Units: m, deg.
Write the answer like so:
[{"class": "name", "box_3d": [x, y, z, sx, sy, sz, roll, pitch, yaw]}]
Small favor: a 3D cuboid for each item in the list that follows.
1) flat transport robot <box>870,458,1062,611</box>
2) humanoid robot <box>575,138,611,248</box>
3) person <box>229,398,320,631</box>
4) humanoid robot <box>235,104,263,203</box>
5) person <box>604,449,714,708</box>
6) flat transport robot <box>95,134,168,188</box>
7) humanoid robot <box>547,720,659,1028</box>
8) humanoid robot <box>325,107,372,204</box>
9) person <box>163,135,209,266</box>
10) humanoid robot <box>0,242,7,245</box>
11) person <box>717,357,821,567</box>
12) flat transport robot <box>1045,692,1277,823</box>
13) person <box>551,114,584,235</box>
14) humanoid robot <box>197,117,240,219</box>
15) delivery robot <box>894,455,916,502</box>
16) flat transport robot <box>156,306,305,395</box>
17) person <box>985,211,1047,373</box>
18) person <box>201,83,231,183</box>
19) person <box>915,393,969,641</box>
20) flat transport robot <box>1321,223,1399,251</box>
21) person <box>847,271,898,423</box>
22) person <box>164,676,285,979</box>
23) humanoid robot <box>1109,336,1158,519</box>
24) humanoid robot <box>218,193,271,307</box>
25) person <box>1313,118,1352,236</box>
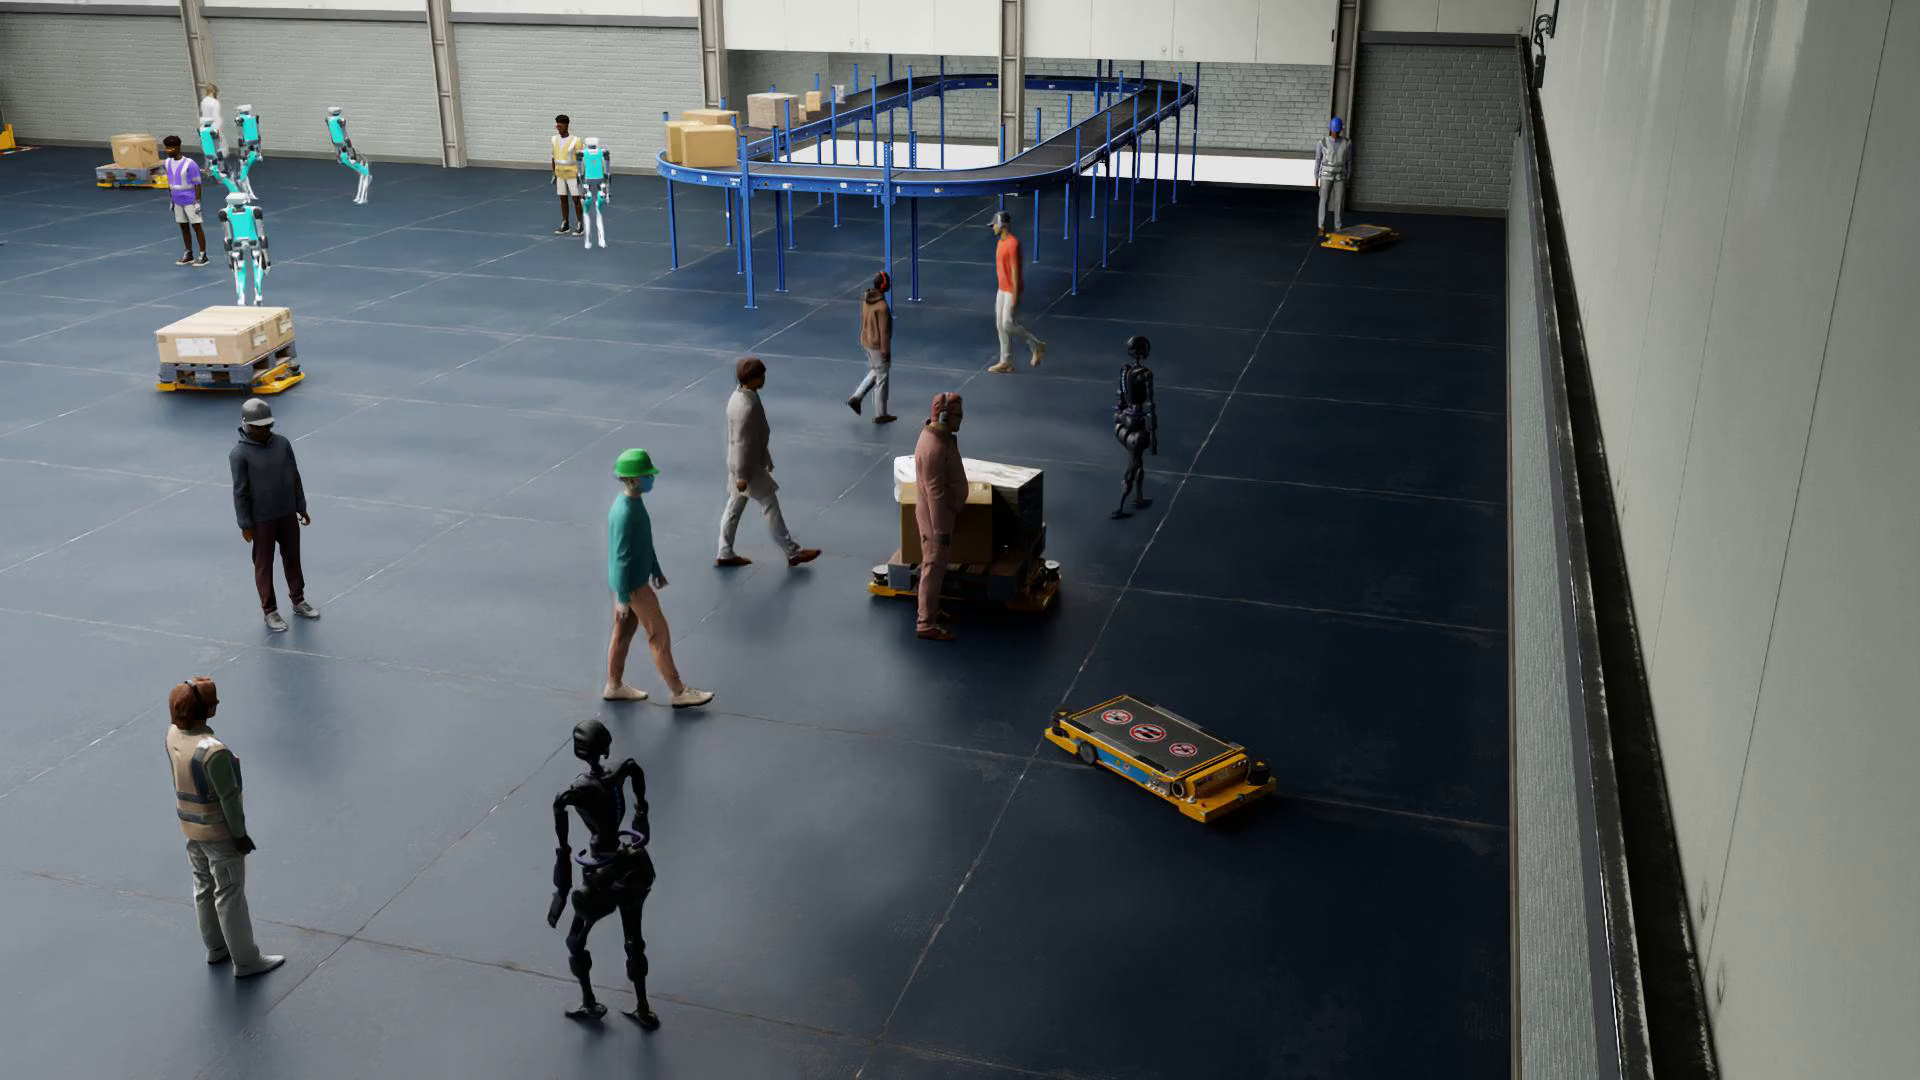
[{"class": "flat transport robot", "box_3d": [0.054, 0.305, 13.386, 1.431, 0.231, 0.659, 6, 22, 14]}, {"class": "humanoid robot", "box_3d": [-5.829, -5.508, 26.431, 0.539, 1.795, 0.763, -7, 22, -19]}, {"class": "person", "box_3d": [-5.202, -0.207, 12.580, 0.378, 1.806, 0.545, 16, 26, 35]}, {"class": "humanoid robot", "box_3d": [-13.122, -7.031, 30.434, 0.736, 1.838, 0.534, 7, 22, 18]}, {"class": "person", "box_3d": [-2.087, 0.277, 11.274, 0.876, 1.840, 0.569, -1, 21, -4]}, {"class": "flat transport robot", "box_3d": [-15.919, -6.997, 32.326, 1.431, 0.231, 0.659, 2, 21, 6]}, {"class": "humanoid robot", "box_3d": [-1.720, 1.608, 8.056, 0.457, 1.643, 0.600, 17, 27, 37]}, {"class": "humanoid robot", "box_3d": [-11.074, -7.038, 30.354, 0.542, 1.739, 0.773, 17, 27, 38]}, {"class": "person", "box_3d": [-11.706, -5.123, 25.118, 0.606, 1.958, 0.382, 9, 23, 21]}, {"class": "humanoid robot", "box_3d": [-15.608, -5.406, 26.318, 0.603, 1.649, 0.723, 6, 22, 14]}, {"class": "person", "box_3d": [-1.614, -0.623, 13.677, 0.927, 1.789, 0.519, -4, 21, -10]}, {"class": "flat transport robot", "box_3d": [1.265, 1.359, 10.652, 0.659, 0.231, 1.431, -17, 27, -36]}, {"class": "person", "box_3d": [-6.483, -6.031, 27.464, 0.602, 1.966, 0.367, 8, 23, 20]}, {"class": "humanoid robot", "box_3d": [-12.735, -6.423, 28.849, 0.548, 1.831, 0.686, 15, 26, 34]}, {"class": "delivery robot", "box_3d": [-0.326, -0.522, 15.125, 0.499, 0.589, 0.784, -9, 23, -22]}, {"class": "flat transport robot", "box_3d": [-8.328, -1.865, 19.015, 1.431, 0.231, 0.659, 2, 21, 5]}, {"class": "person", "box_3d": [0.624, -2.909, 19.494, 0.611, 1.869, 0.538, -8, 22, -20]}, {"class": "person", "box_3d": [-14.580, -7.897, 32.389, 0.667, 1.907, 0.602, 19, 28, 41]}, {"class": "person", "box_3d": [-0.131, -0.179, 12.397, 0.394, 1.893, 0.635, 1, 21, 3]}, {"class": "flat transport robot", "box_3d": [6.461, -4.873, 26.815, 0.659, 0.231, 1.431, 17, 27, 37]}, {"class": "person", "box_3d": [-0.908, -2.023, 17.510, 0.435, 1.640, 0.483, -12, 24, -28]}, {"class": "person", "box_3d": [-3.799, 1.462, 8.474, 0.514, 1.641, 0.313, 16, 26, 35]}, {"class": "humanoid robot", "box_3d": [1.604, -1.025, 14.896, 0.636, 1.638, 0.593, -11, 24, -26]}, {"class": "humanoid robot", "box_3d": [-9.093, -3.429, 21.191, 0.549, 1.900, 0.704, -4, 21, -10]}, {"class": "person", "box_3d": [6.122, -5.964, 27.342, 0.617, 1.932, 0.416, -1, 21, -2]}]
